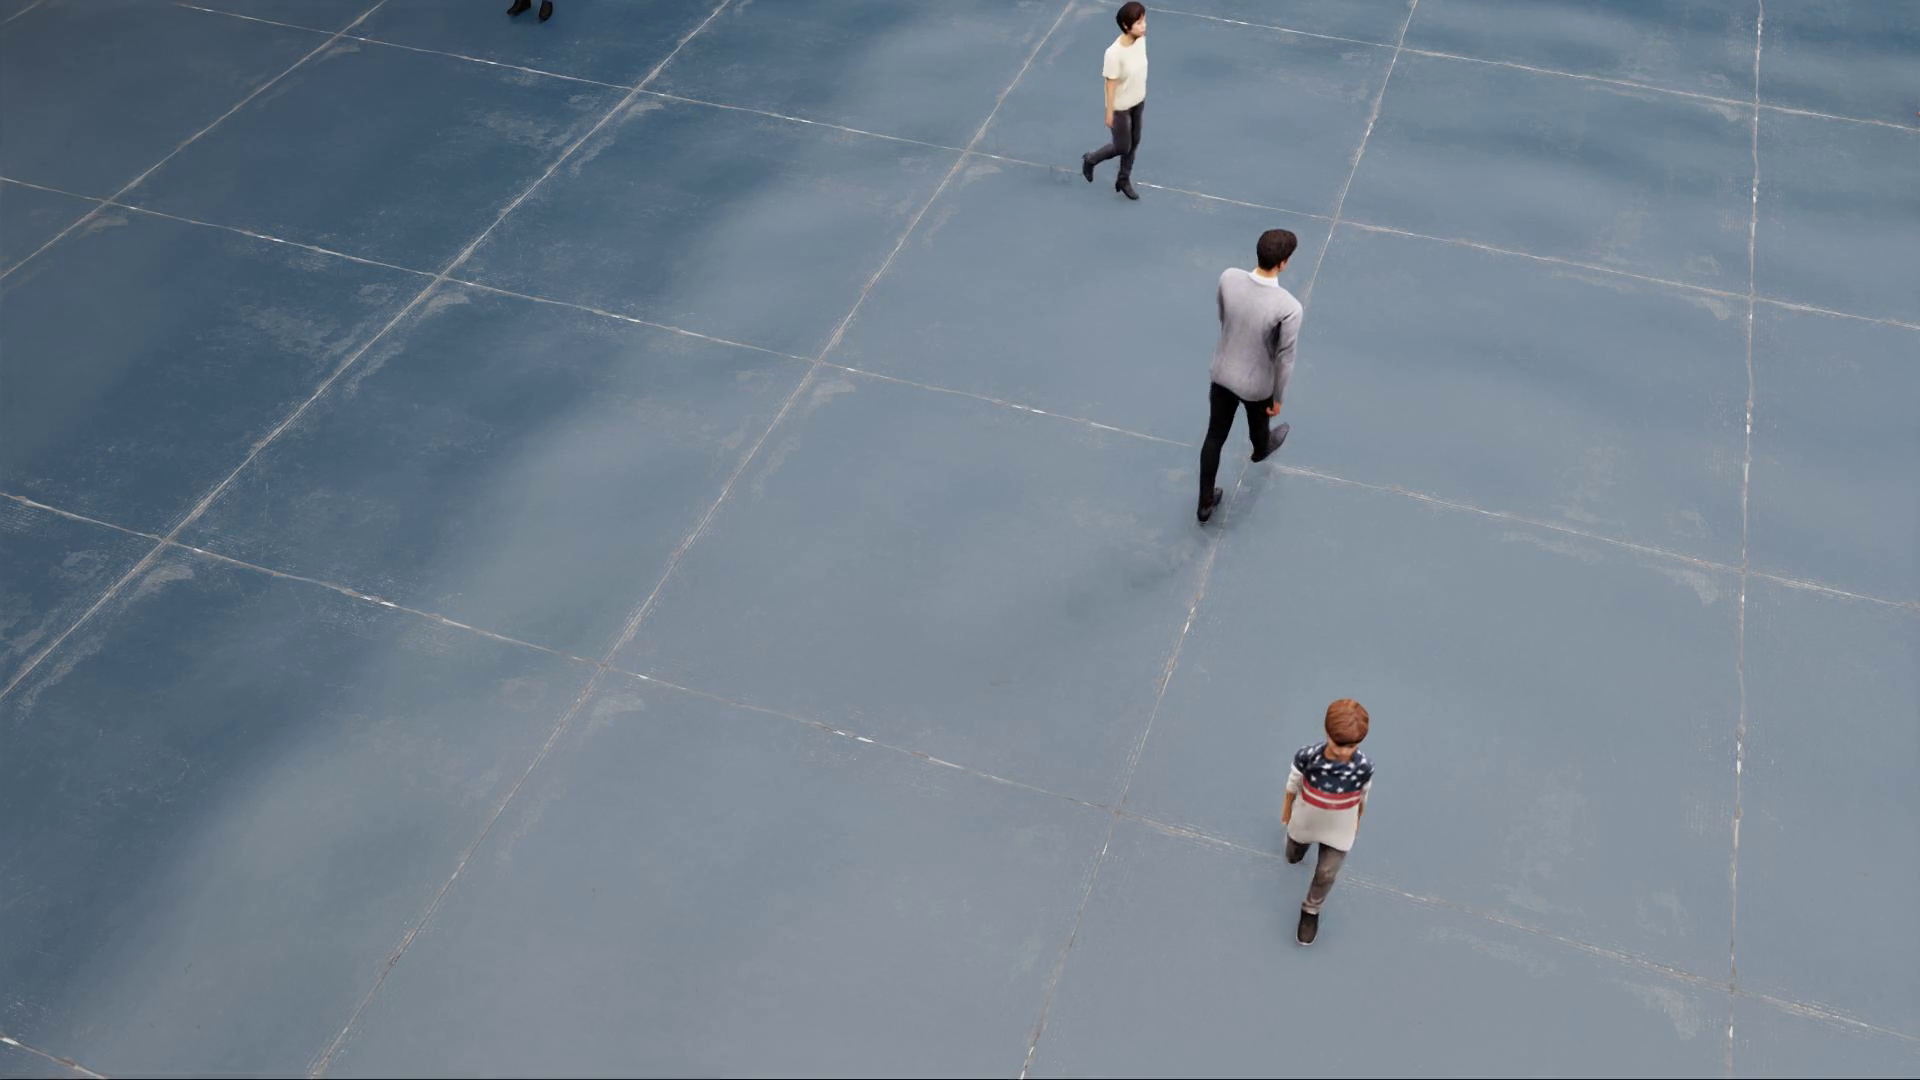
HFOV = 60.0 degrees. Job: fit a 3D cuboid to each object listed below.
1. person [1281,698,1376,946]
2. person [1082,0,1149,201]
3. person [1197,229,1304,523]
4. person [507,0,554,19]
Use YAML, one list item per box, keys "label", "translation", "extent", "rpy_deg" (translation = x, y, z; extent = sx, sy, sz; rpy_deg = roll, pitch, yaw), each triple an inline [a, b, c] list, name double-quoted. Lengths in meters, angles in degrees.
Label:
- label: "person"
  translation: [1.688, 1.230, 7.710]
  extent: [0.806, 1.425, 0.643]
  rpy_deg: [8, 44, 9]
- label: "person"
  translation: [1.176, -3.272, 12.423]
  extent: [0.811, 1.574, 0.720]
  rpy_deg: [29, 50, 27]
- label: "person"
  translation: [1.600, -0.902, 9.673]
  extent: [1.234, 1.863, 1.007]
  rpy_deg: [26, 49, 25]
- label: "person"
  translation: [-3.886, -5.553, 14.631]
  extent: [0.539, 1.894, 0.754]
  rpy_deg: [9, 44, 10]
